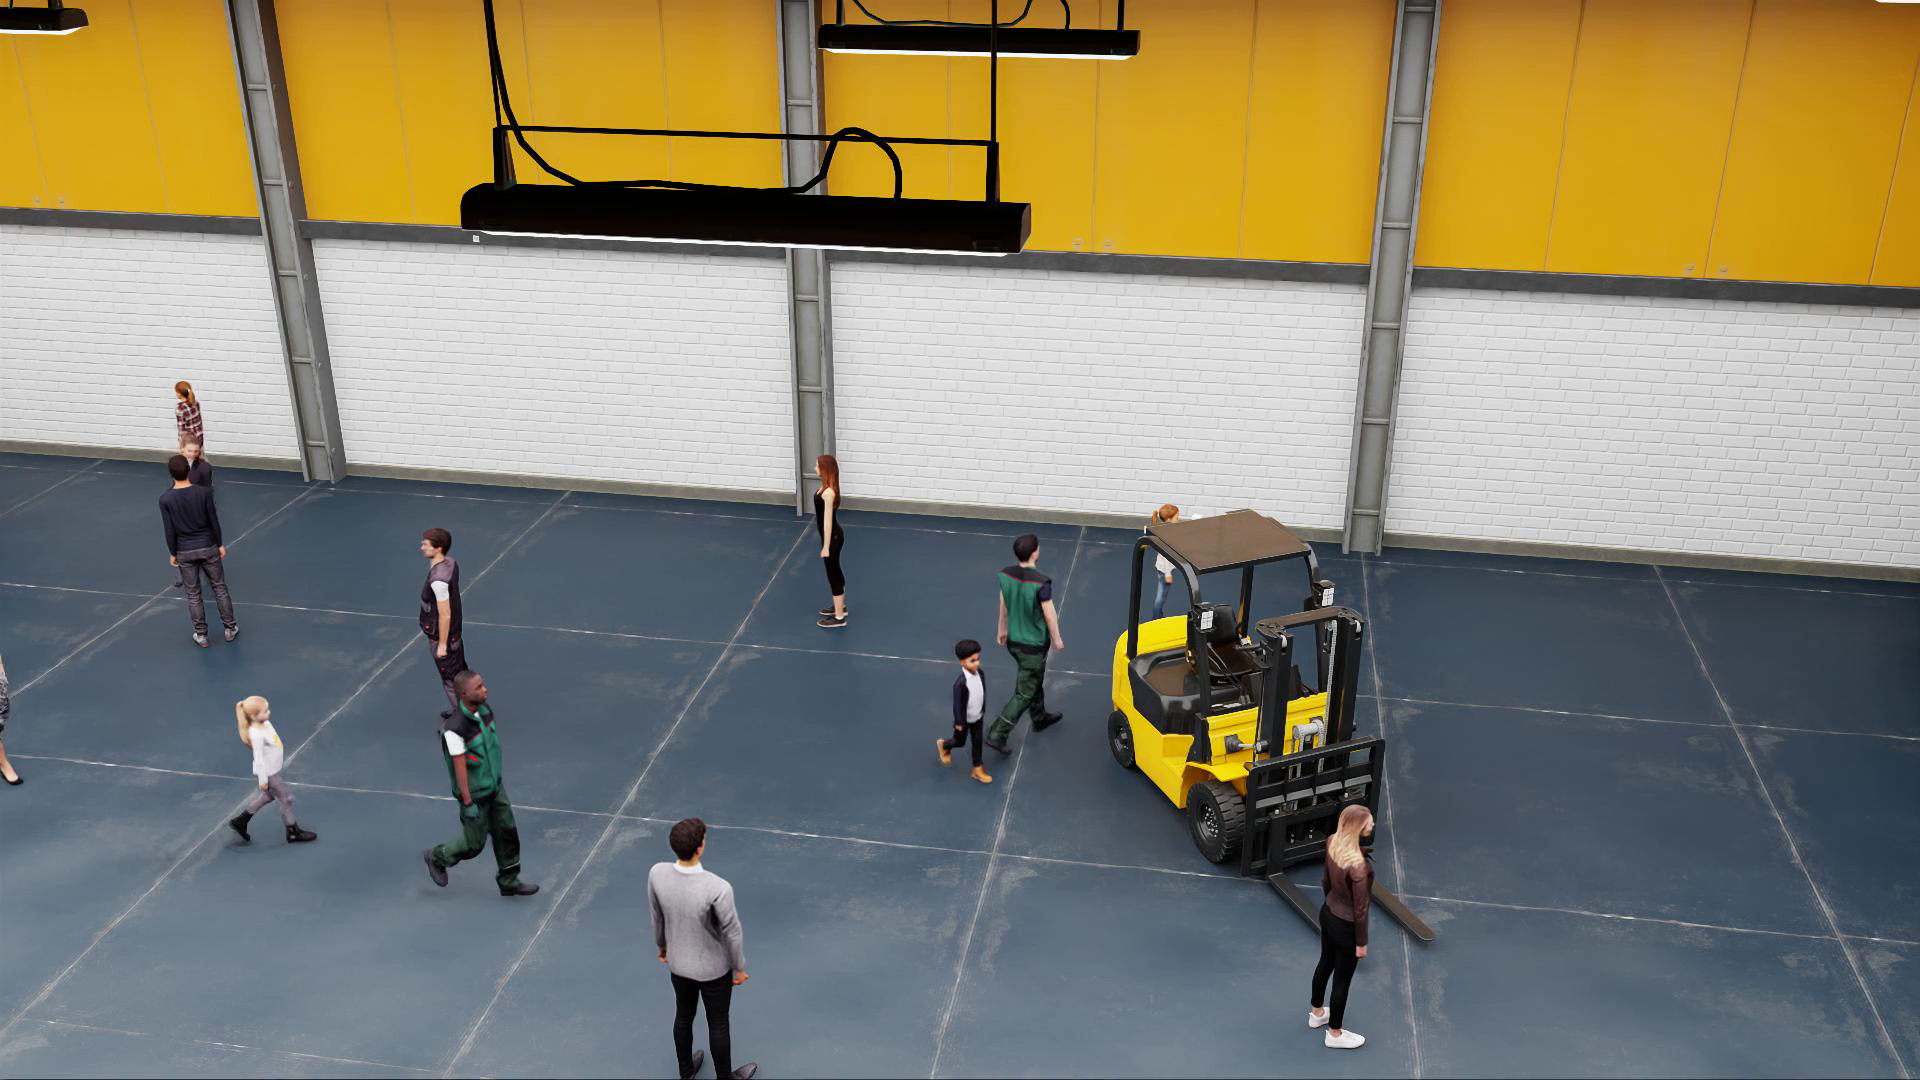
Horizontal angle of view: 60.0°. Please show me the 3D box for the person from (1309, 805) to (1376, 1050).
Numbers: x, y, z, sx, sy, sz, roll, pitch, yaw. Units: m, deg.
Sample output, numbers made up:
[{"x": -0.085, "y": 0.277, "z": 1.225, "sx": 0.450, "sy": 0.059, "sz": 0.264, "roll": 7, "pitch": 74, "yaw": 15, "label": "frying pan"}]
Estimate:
[{"x": 2.389, "y": 2.399, "z": 10.415, "sx": 0.649, "sy": 1.704, "sz": 0.674, "roll": -6, "pitch": 24, "yaw": -14, "label": "person"}]

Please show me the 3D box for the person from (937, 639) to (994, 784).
[{"x": 0.029, "y": 1.359, "z": 13.406, "sx": 0.765, "sy": 1.214, "sz": 0.866, "roll": -21, "pitch": 31, "yaw": -40, "label": "person"}]

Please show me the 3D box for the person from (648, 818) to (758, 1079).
[{"x": -1.567, "y": 2.492, "z": 9.927, "sx": 0.637, "sy": 1.923, "sz": 0.851, "roll": 9, "pitch": 25, "yaw": 20, "label": "person"}]

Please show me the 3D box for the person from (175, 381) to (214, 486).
[{"x": -8.847, "y": -1.209, "z": 19.166, "sx": 0.550, "sy": 1.306, "sz": 0.546, "roll": 7, "pitch": 24, "yaw": 15, "label": "person"}]

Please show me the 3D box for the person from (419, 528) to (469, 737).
[{"x": -4.313, "y": 0.759, "z": 13.985, "sx": 0.689, "sy": 1.848, "sz": 0.731, "roll": -4, "pitch": 24, "yaw": -9, "label": "person"}]

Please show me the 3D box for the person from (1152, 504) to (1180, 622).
[{"x": 1.929, "y": 0.277, "z": 15.758, "sx": 0.501, "sy": 1.313, "sz": 0.477, "roll": 2, "pitch": 24, "yaw": 5, "label": "person"}]

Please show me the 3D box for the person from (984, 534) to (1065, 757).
[{"x": 0.499, "y": 0.881, "z": 13.682, "sx": 1.222, "sy": 1.869, "sz": 1.236, "roll": -19, "pitch": 30, "yaw": -37, "label": "person"}]

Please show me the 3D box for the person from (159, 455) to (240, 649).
[{"x": -7.097, "y": 0.098, "z": 15.472, "sx": 0.698, "sy": 1.870, "sz": 0.776, "roll": -13, "pitch": 27, "yaw": -27, "label": "person"}]

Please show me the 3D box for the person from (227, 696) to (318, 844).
[{"x": -5.258, "y": 1.738, "z": 12.480, "sx": 0.907, "sy": 1.260, "sz": 0.735, "roll": -7, "pitch": 25, "yaw": -16, "label": "person"}]

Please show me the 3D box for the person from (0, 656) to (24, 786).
[{"x": -7.899, "y": 1.143, "z": 13.317, "sx": 1.055, "sy": 1.681, "sz": 0.775, "roll": 12, "pitch": 27, "yaw": 26, "label": "person"}]

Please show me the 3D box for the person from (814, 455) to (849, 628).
[{"x": -1.223, "y": -0.006, "z": 15.892, "sx": 0.599, "sy": 1.724, "sz": 0.608, "roll": -2, "pitch": 24, "yaw": -5, "label": "person"}]

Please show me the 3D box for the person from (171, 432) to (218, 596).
[{"x": -7.556, "y": -0.243, "z": 16.445, "sx": 0.485, "sy": 1.715, "sz": 0.870, "roll": 10, "pitch": 26, "yaw": 22, "label": "person"}]

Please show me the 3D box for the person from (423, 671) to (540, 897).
[{"x": -3.477, "y": 1.755, "z": 11.746, "sx": 1.065, "sy": 1.817, "sz": 0.739, "roll": 6, "pitch": 24, "yaw": 12, "label": "person"}]
